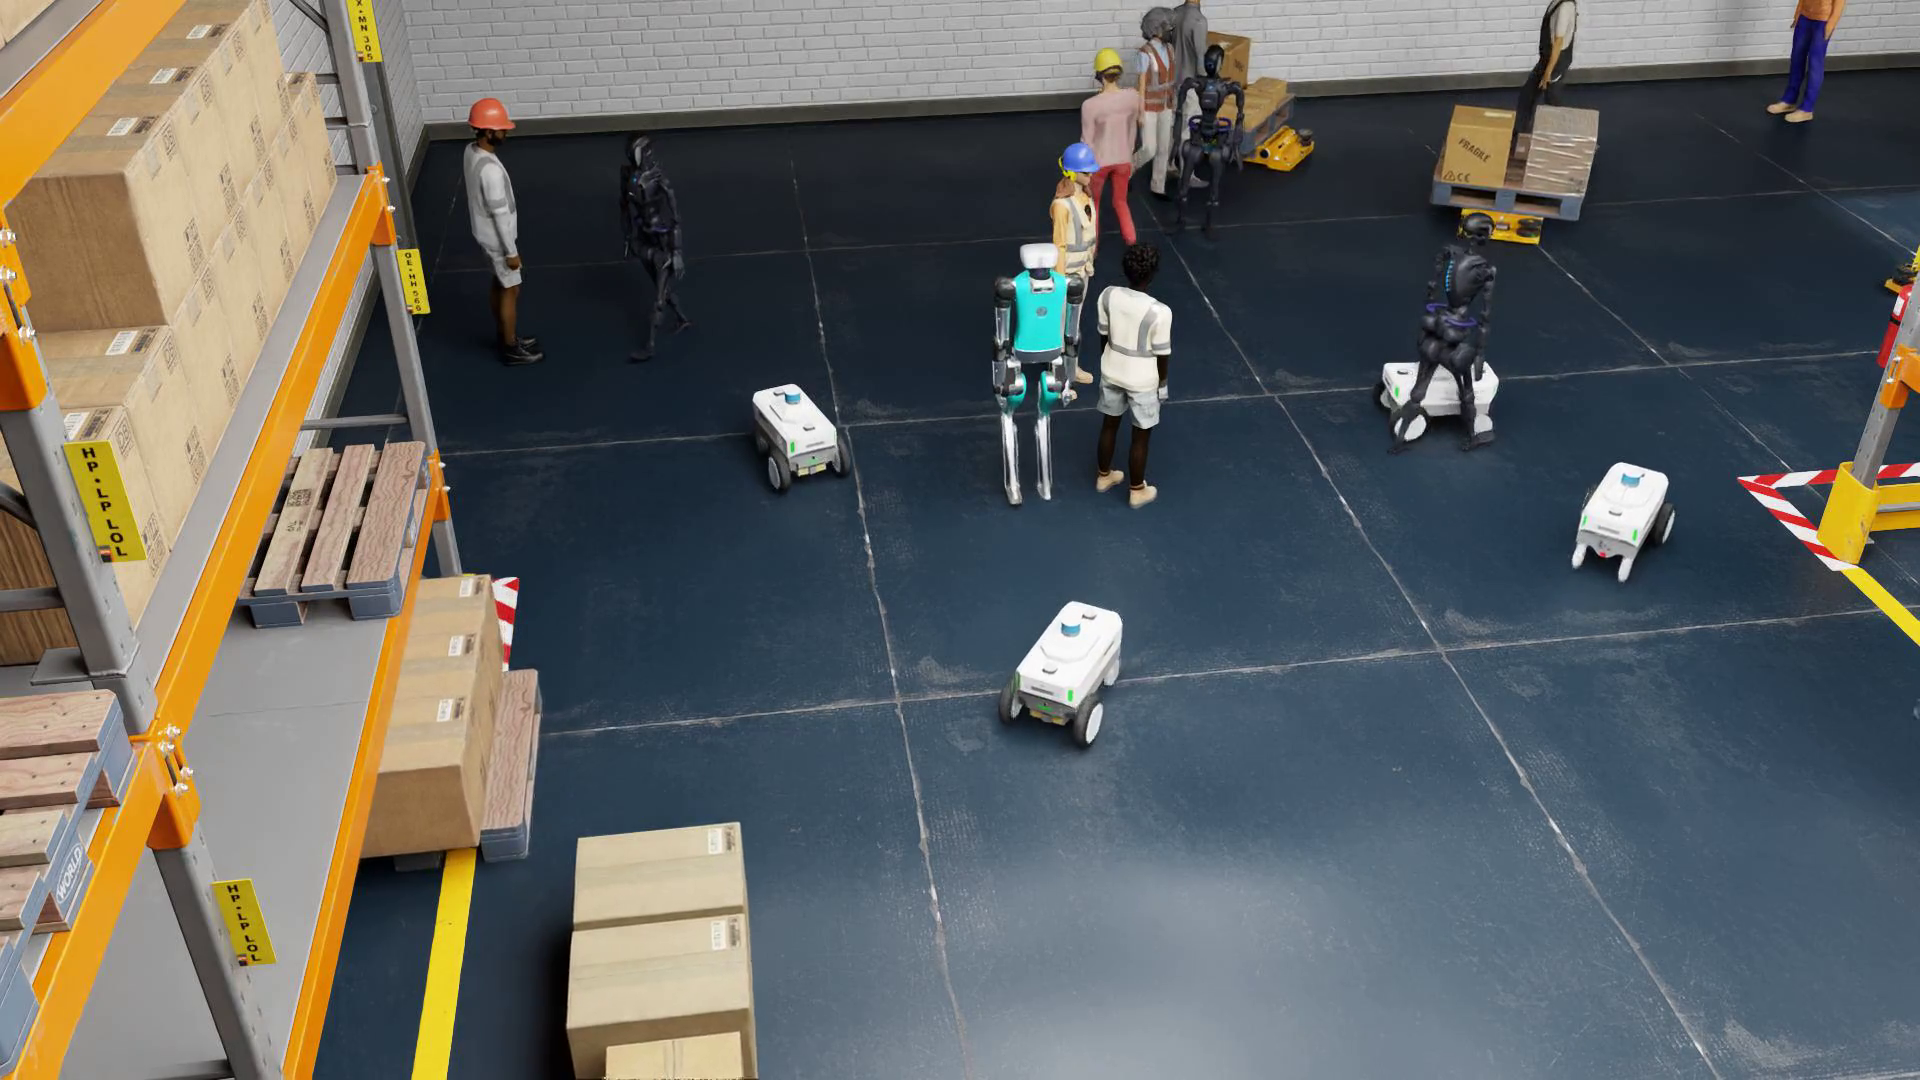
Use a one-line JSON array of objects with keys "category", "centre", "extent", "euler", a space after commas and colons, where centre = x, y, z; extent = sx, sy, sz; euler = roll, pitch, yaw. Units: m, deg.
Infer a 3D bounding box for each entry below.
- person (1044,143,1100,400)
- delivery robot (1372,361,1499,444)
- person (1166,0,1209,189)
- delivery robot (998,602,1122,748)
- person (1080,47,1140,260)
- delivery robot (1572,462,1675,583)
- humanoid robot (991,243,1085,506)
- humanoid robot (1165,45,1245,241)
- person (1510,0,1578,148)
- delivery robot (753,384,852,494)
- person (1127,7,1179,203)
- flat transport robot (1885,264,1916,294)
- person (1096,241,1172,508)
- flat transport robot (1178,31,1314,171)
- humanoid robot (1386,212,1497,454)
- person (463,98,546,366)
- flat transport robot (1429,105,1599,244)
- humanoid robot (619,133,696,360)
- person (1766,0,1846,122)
[{"category": "person", "centre": [0.766, -1.825, 11.267], "extent": [0.315, 1.778, 0.469], "euler": [18, 37, 25]}, {"category": "delivery robot", "centre": [3.169, -0.976, 11.100], "extent": [0.812, 0.609, 0.499], "euler": [-1, 33, -2]}, {"category": "person", "centre": [1.968, -4.016, 14.517], "extent": [0.397, 1.900, 0.533], "euler": [-17, 37, -24]}, {"category": "delivery robot", "centre": [0.560, 0.651, 8.581], "extent": [0.499, 0.581, 0.778], "euler": [15, 36, 22]}, {"category": "person", "centre": [1.179, -2.964, 13.042], "extent": [0.514, 1.740, 0.646], "euler": [-11, 35, -17]}, {"category": "delivery robot", "centre": [3.907, -0.152, 9.814], "extent": [0.499, 0.584, 0.783], "euler": [20, 38, 27]}, {"category": "humanoid robot", "centre": [0.420, -1.038, 10.067], "extent": [0.531, 1.765, 0.676], "euler": [-5, 33, -7]}, {"category": "humanoid robot", "centre": [2.011, -3.225, 13.518], "extent": [0.613, 1.640, 0.386], "euler": [8, 34, 12]}, {"category": "person", "centre": [5.410, -4.303, 15.039], "extent": [0.875, 1.812, 0.512], "euler": [6, 34, 8]}, {"category": "delivery robot", "centre": [-1.048, -0.683, 10.636], "extent": [0.499, 0.592, 0.774], "euler": [-15, 36, -22]}, {"category": "person", "centre": [1.661, -3.720, 14.255], "extent": [0.458, 1.675, 0.433], "euler": [-26, 41, -34]}, {"category": "flat transport robot", "centre": [7.864, -1.785, 12.588], "extent": [0.659, 0.231, 1.431], "euler": [-16, 37, -23]}, {"category": "person", "centre": [1.042, -0.994, 10.072], "extent": [0.532, 1.694, 0.320], "euler": [28, 42, 35]}, {"category": "flat transport robot", "centre": [2.539, -3.767, 15.625], "extent": [1.431, 0.231, 0.659], "euler": [17, 37, 24]}, {"category": "humanoid robot", "centre": [3.124, -1.296, 10.598], "extent": [0.716, 1.659, 0.599], "euler": [-15, 36, -22]}, {"category": "person", "centre": [-3.194, -2.132, 11.612], "extent": [0.387, 1.924, 0.547], "euler": [-17, 37, -24]}, {"category": "flat transport robot", "centre": [4.694, -2.917, 14.323], "extent": [0.659, 0.231, 1.431], "euler": [11, 35, 16]}, {"category": "humanoid robot", "centre": [-2.202, -2.118, 11.848], "extent": [0.613, 1.618, 0.784], "euler": [22, 39, 30]}, {"category": "person", "centre": [8.261, -5.056, 16.046], "extent": [0.398, 1.974, 0.516], "euler": [-11, 35, -16]}]
